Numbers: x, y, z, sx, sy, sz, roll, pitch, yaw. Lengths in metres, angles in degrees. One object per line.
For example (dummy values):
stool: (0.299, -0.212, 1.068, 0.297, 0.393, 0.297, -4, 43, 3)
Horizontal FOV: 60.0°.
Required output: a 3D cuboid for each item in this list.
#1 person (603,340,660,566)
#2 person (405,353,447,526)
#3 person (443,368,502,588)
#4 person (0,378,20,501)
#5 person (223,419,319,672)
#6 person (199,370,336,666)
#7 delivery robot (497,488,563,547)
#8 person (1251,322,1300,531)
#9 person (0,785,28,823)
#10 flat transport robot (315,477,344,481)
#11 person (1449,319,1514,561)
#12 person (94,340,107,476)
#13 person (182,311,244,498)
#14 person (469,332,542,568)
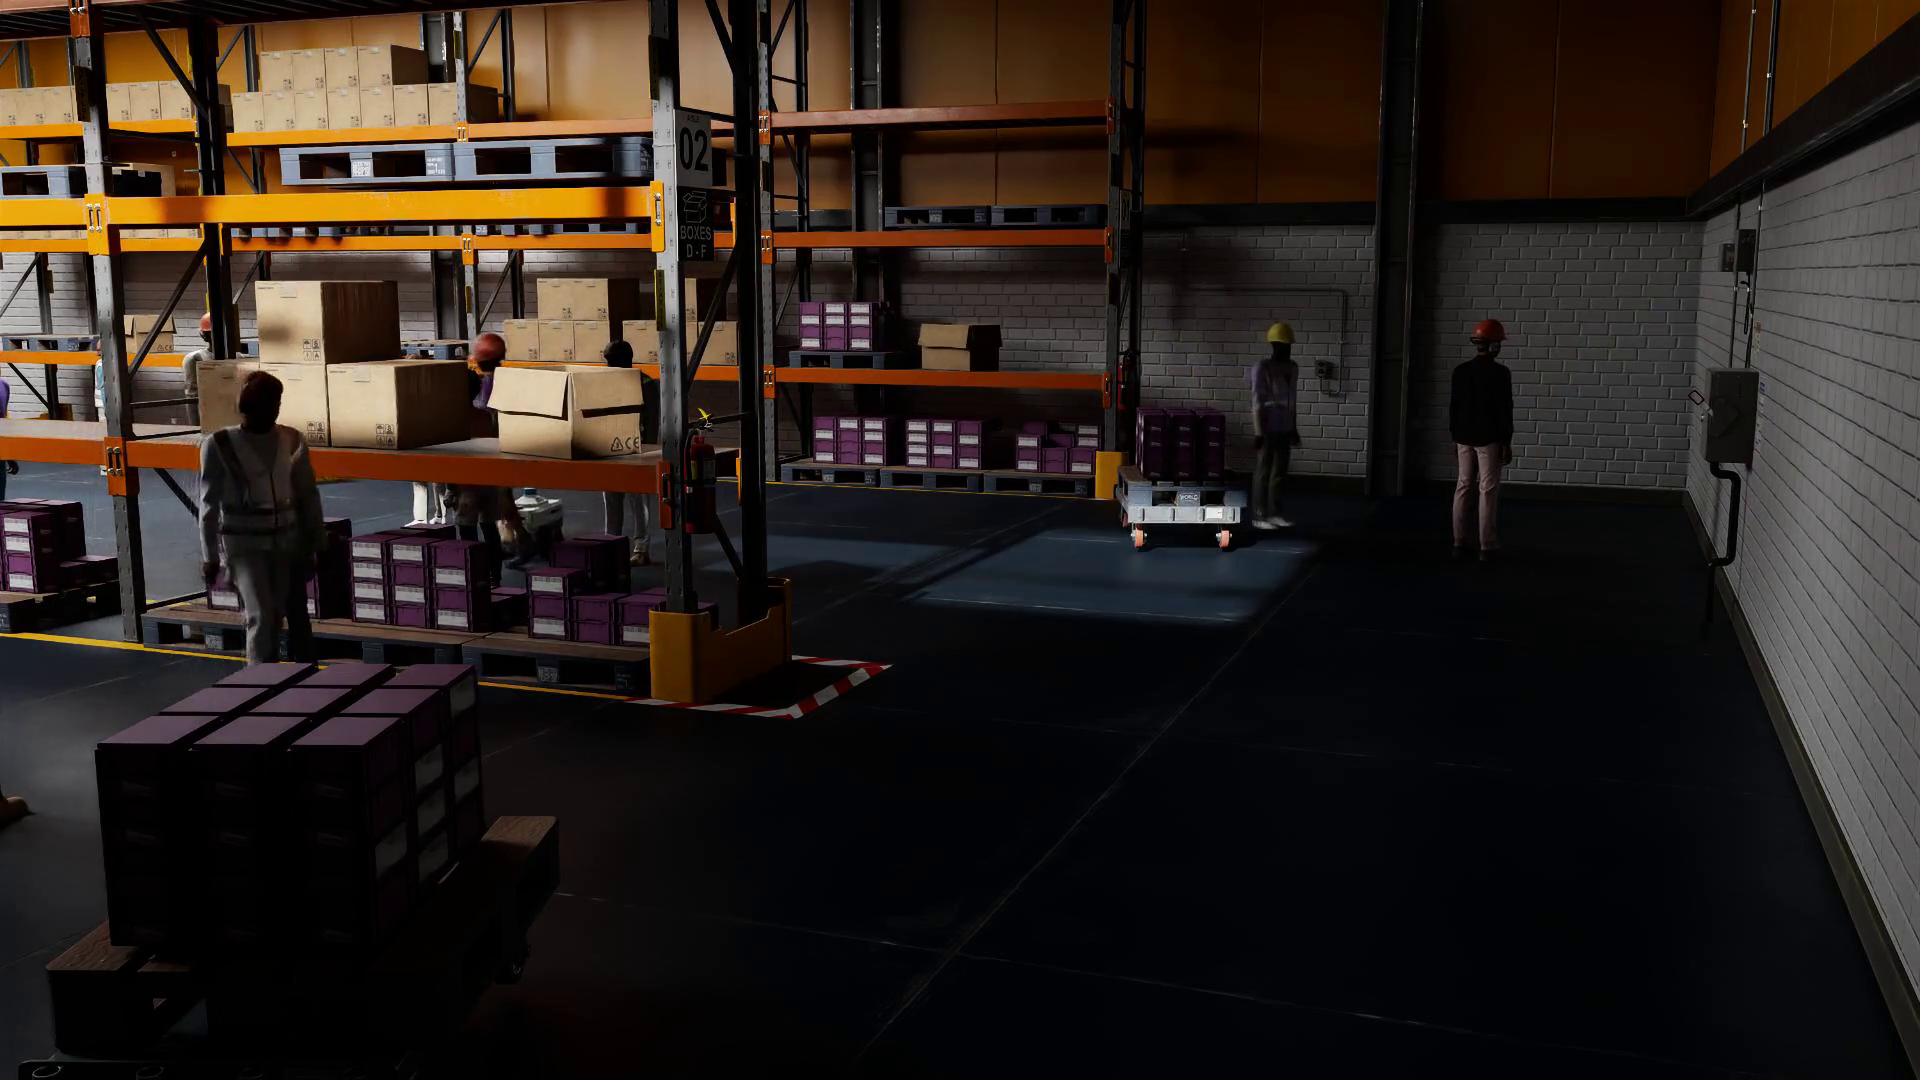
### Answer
person: (-2.745, -0.703, 13.515, 0.621, 1.838, 0.429, 4, 10, 24)
person: (-5.011, -0.918, 15.491, 0.314, 1.637, 0.514, 5, 11, 31)
person: (-3.504, -0.383, 11.935, 0.322, 1.697, 0.534, 4, 10, 24)
person: (-7.801, -0.664, 13.243, 0.374, 1.840, 0.569, 3, 10, 20)
person: (-3.689, 0.135, 8.890, 0.287, 1.631, 0.501, 8, 12, 42)
person: (-3.593, 0.051, 8.698, 0.707, 1.858, 0.580, 6, 11, 34)
delivery robot: (-3.634, -0.200, 14.073, 0.477, 0.478, 0.707, 1, 9, 7)
person: (2.946, -1.055, 15.441, 0.593, 1.924, 0.383, -7, 12, -38)
person: (-4.379, 0.221, 7.073, 0.682, 2.000, 0.537, 1, 9, 7)
flat transport robot: (-7.698, -0.836, 19.246, 1.431, 0.197, 0.652, 8, 12, 43)
person: (4.334, -0.826, 13.784, 0.381, 1.996, 0.608, -6, 11, -31)
person: (-9.993, -1.560, 19.546, 0.315, 1.629, 0.509, -3, 9, -16)
person: (-6.630, -1.034, 14.939, 0.379, 2.045, 0.605, 5, 10, 30)
person: (-3.667, -0.743, 13.578, 0.600, 1.911, 0.680, 1, 9, 8)
